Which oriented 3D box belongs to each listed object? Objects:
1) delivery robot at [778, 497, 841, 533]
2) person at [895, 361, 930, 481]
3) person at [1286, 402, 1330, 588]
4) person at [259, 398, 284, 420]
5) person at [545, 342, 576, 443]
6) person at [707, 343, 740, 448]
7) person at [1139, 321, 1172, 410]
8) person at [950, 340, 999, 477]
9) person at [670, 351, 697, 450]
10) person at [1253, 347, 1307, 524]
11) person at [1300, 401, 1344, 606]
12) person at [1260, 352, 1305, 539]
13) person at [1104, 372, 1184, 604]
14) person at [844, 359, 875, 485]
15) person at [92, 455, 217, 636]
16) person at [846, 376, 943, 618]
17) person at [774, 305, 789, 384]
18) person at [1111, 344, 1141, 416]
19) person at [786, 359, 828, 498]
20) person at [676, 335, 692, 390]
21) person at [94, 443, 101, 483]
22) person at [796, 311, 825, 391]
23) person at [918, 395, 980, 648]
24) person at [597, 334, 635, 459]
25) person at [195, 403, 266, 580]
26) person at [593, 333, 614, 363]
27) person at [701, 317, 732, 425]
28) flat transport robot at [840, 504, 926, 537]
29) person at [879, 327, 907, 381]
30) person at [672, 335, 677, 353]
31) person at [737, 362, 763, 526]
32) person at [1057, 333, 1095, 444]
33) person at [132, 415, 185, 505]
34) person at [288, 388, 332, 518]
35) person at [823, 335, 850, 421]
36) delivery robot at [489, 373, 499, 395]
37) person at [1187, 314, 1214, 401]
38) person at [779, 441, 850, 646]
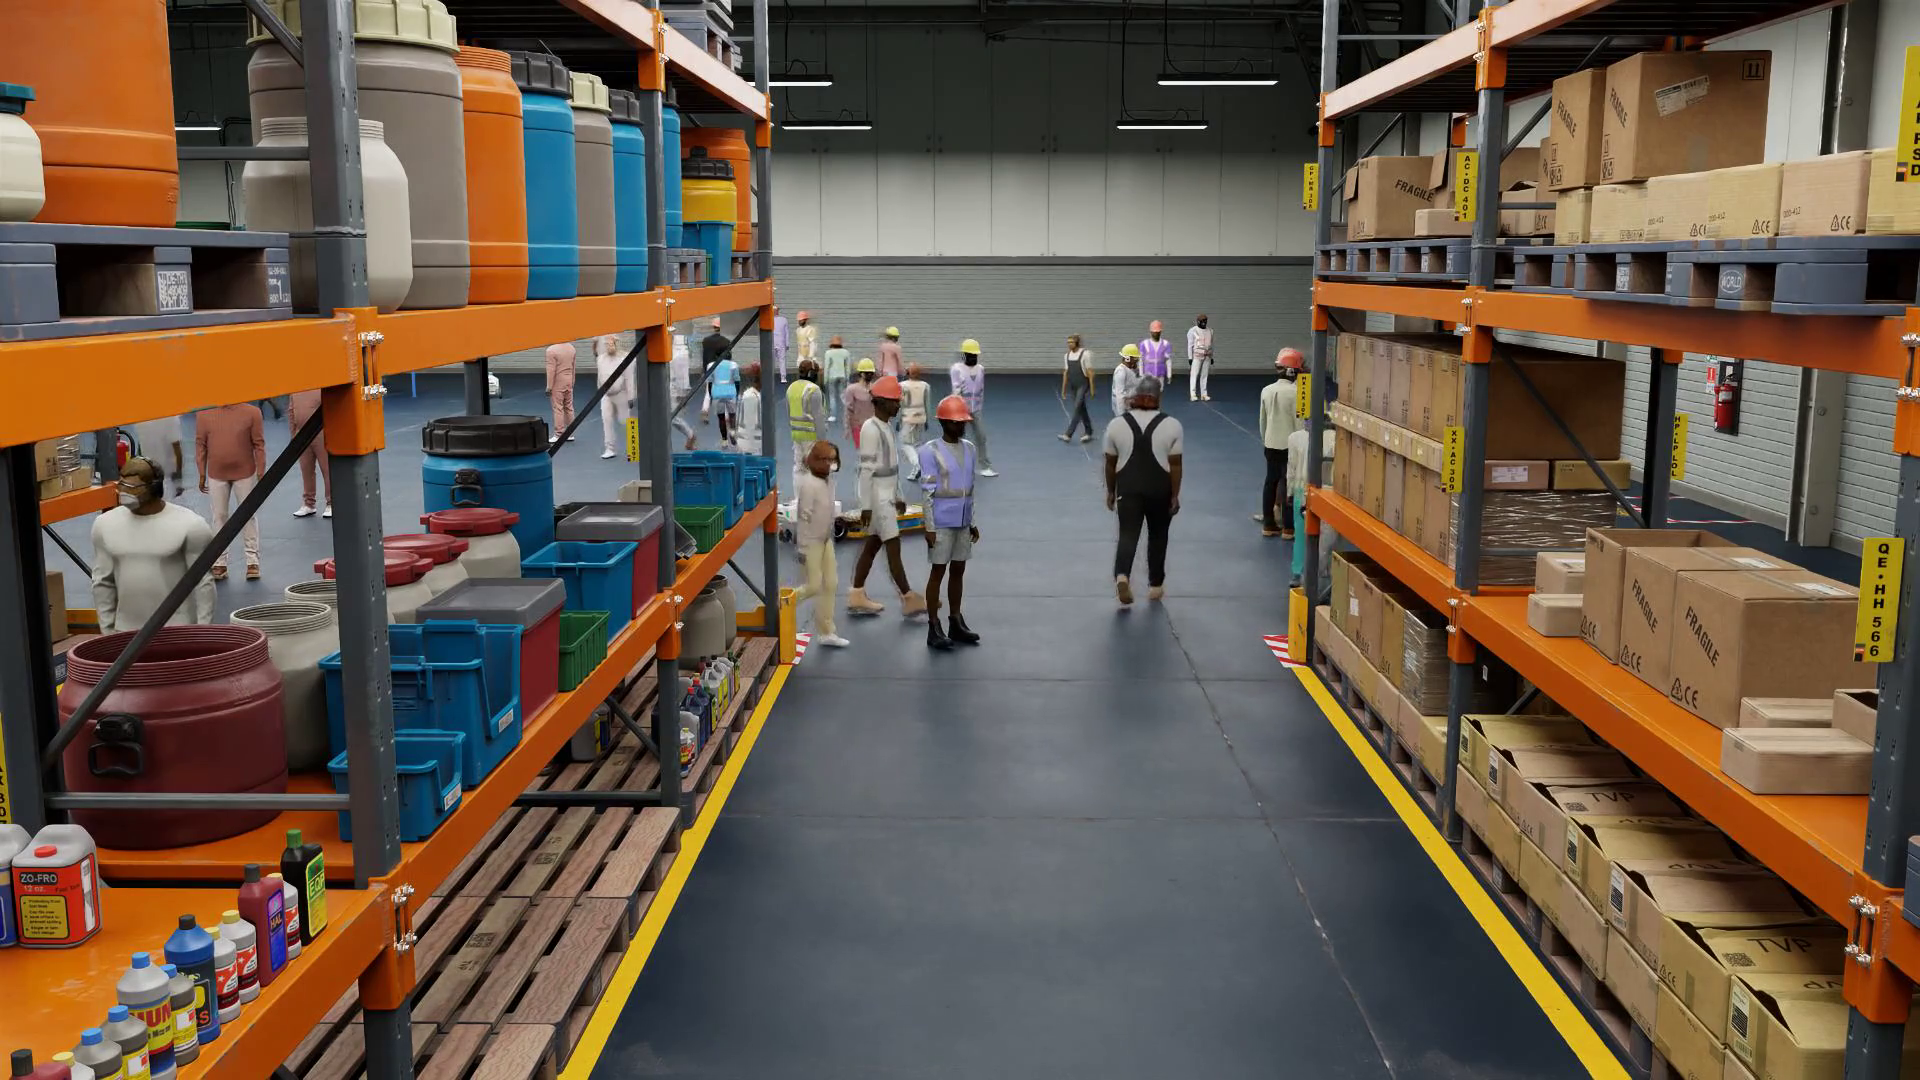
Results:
[{"bbox_3d":[-1.629,-0.290,17.669,0.707,0.478,0.477,-7,12,-36],"label":"delivery robot"},{"bbox_3d":[-0.600,-1.585,22.350,0.526,1.629,0.496,-7,12,-35],"label":"person"},{"bbox_3d":[3.286,-0.473,15.399,0.538,1.737,0.805,4,10,21],"label":"person"},{"bbox_3d":[-13.032,-3.190,31.162,0.846,1.915,0.551,4,10,21],"label":"person"},{"bbox_3d":[-6.591,-2.556,27.355,0.409,1.907,0.649,5,11,25],"label":"person"},{"bbox_3d":[-3.761,-2.296,26.485,0.533,1.678,0.403,-2,10,-10],"label":"person"},{"bbox_3d":[3.555,-3.014,30.162,0.567,1.881,0.978,0,9,-2],"label":"person"},{"bbox_3d":[0.183,-1.769,22.674,0.590,1.893,0.850,-6,11,-33],"label":"person"},{"bbox_3d":[-4.442,-2.260,25.528,0.621,1.925,0.738,8,13,41],"label":"person"},{"bbox_3d":[3.816,-1.164,18.717,0.901,2.012,0.616,2,10,10],"label":"person"},{"bbox_3d":[3.262,-0.306,14.183,0.771,1.798,0.630,-3,10,-17],"label":"person"},{"bbox_3d":[3.504,-1.024,17.942,0.392,1.985,0.609,-7,12,-35],"label":"person"},{"bbox_3d":[1.590,-0.446,14.447,0.687,2.000,0.889,2,10,14],"label":"person"},{"bbox_3d":[-1.137,-1.385,20.781,0.547,1.747,0.591,-6,11,-33],"label":"person"},{"bbox_3d":[-4.334,0.498,8.978,0.628,1.936,0.377,-1,9,-3],"label":"person"},{"bbox_3d":[-0.569,-0.357,13.874,0.860,2.003,0.633,1,10,8],"label":"person"},{"bbox_3d":[-4.497,-4.787,40.721,0.641,1.908,0.407,-1,10,-5],"label":"person"},{"bbox_3d":[2.329,-1.826,23.257,0.403,1.823,0.589,4,10,21],"label":"person"},{"bbox_3d":[-1.740,-1.172,19.272,0.429,1.841,0.625,-8,12,-40],"label":"person"},{"bbox_3d":[-6.494,-4.320,38.711,0.514,1.645,0.309,1,9,3],"label":"person"},{"bbox_3d":[-11.471,-1.707,22.298,0.524,1.900,0.605,-1,10,-6],"label":"person"},{"bbox_3d":[-3.343,-4.101,36.661,0.547,1.901,0.927,6,11,30],"label":"person"},{"bbox_3d":[-0.060,-0.149,12.844,0.359,1.938,0.545,9,13,44],"label":"person"},{"bbox_3d":[-5.212,-2.210,25.357,0.653,1.880,0.781,3,10,18],"label":"person"},{"bbox_3d":[-6.806,-0.626,15.528,0.608,1.996,0.382,-2,10,-11],"label":"person"},{"bbox_3d":[-7.893,-4.121,36.908,0.529,1.847,0.395,-4,10,-24],"label":"person"},{"bbox_3d":[-4.427,-3.050,30.118,0.606,1.975,0.812,3,10,16],"label":"person"},{"bbox_3d":[-0.803,-0.222,18.392,1.431,0.197,0.652,-7,12,-36],"label":"flat transport robot"},{"bbox_3d":[-1.296,-3.206,31.835,0.950,1.715,0.542,-8,12,-40],"label":"person"},{"bbox_3d":[-6.108,-3.784,34.978,0.397,1.835,0.589,2,10,13],"label":"person"},{"bbox_3d":[-2.413,-1.065,18.594,0.732,1.859,0.590,1,10,5],"label":"person"},{"bbox_3d":[1.890,-2.475,27.208,0.964,1.788,0.519,-8,13,-42],"label":"person"},{"bbox_3d":[-7.655,-0.630,16.031,0.524,1.839,0.709,1,10,5],"label":"person"},{"bbox_3d":[-7.514,-1.215,19.324,0.652,1.906,0.405,2,10,12],"label":"person"},{"bbox_3d":[-2.264,-3.006,30.938,0.518,1.614,0.504,-6,11,-31],"label":"person"},{"bbox_3d":[-10.299,-3.428,36.465,0.477,0.478,0.707,-2,10,-14],"label":"delivery robot"},{"bbox_3d":[5.175,-3.907,35.645,0.636,1.842,0.429,-4,10,-25],"label":"person"},{"bbox_3d":[-1.165,0.021,12.799,0.553,1.606,0.544,4,10,22],"label":"person"}]
